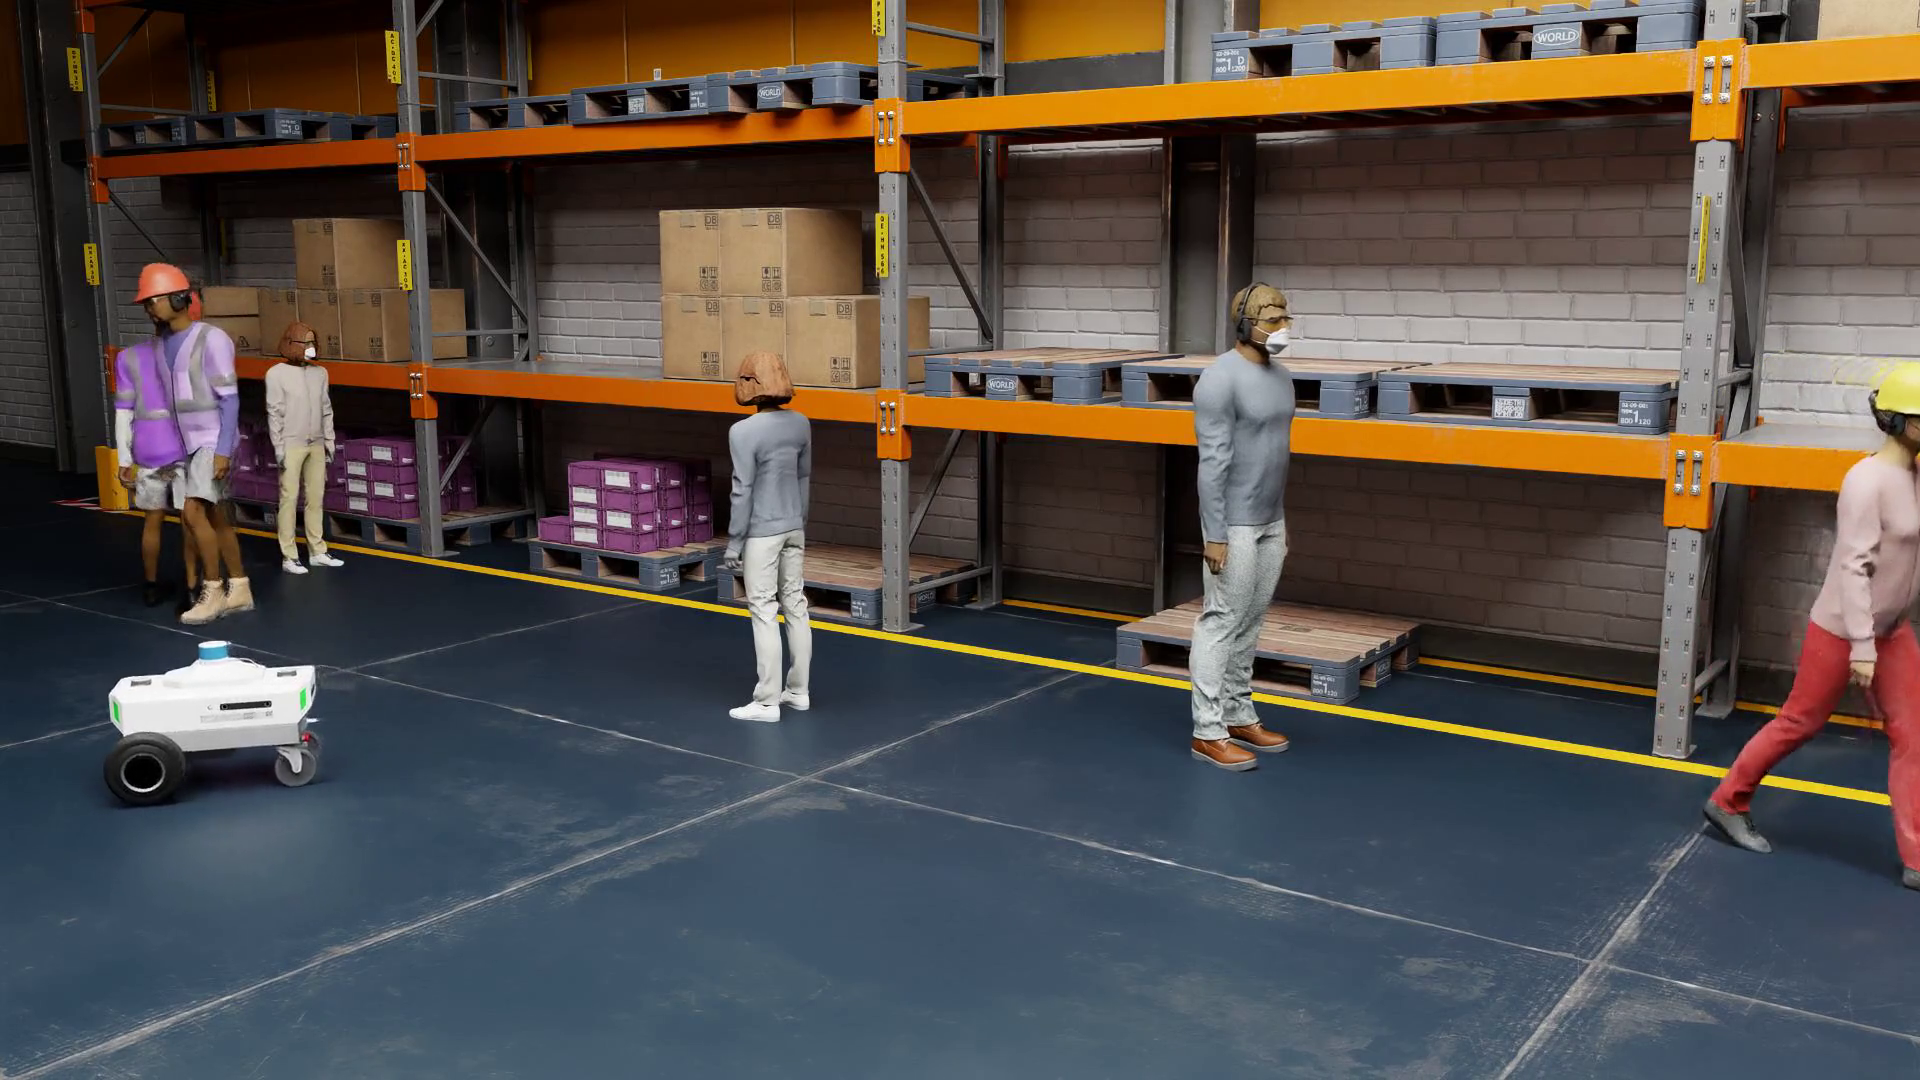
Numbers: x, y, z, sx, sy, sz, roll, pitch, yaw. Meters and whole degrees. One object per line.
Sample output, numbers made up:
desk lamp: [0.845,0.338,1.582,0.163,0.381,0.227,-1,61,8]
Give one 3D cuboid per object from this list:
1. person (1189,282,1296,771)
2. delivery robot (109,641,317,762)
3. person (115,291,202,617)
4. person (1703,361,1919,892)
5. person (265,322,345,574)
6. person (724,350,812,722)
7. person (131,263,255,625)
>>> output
person: [1.151,-0.061,6.707,0.359,1.938,0.632,7,12,37]
delivery robot: [-2.860,0.633,6.407,0.707,0.478,0.477,-3,10,-16]
person: [-4.513,-0.500,9.549,0.564,1.879,0.761,-2,10,-14]
person: [2.900,0.265,5.422,0.533,1.719,0.901,-7,12,-34]
person: [-4.278,-0.599,10.843,0.277,1.628,0.500,5,11,28]
person: [-0.845,-0.015,7.342,0.284,1.633,0.497,6,11,33]
person: [-4.275,-0.525,9.267,0.627,2.004,0.711,6,11,31]
